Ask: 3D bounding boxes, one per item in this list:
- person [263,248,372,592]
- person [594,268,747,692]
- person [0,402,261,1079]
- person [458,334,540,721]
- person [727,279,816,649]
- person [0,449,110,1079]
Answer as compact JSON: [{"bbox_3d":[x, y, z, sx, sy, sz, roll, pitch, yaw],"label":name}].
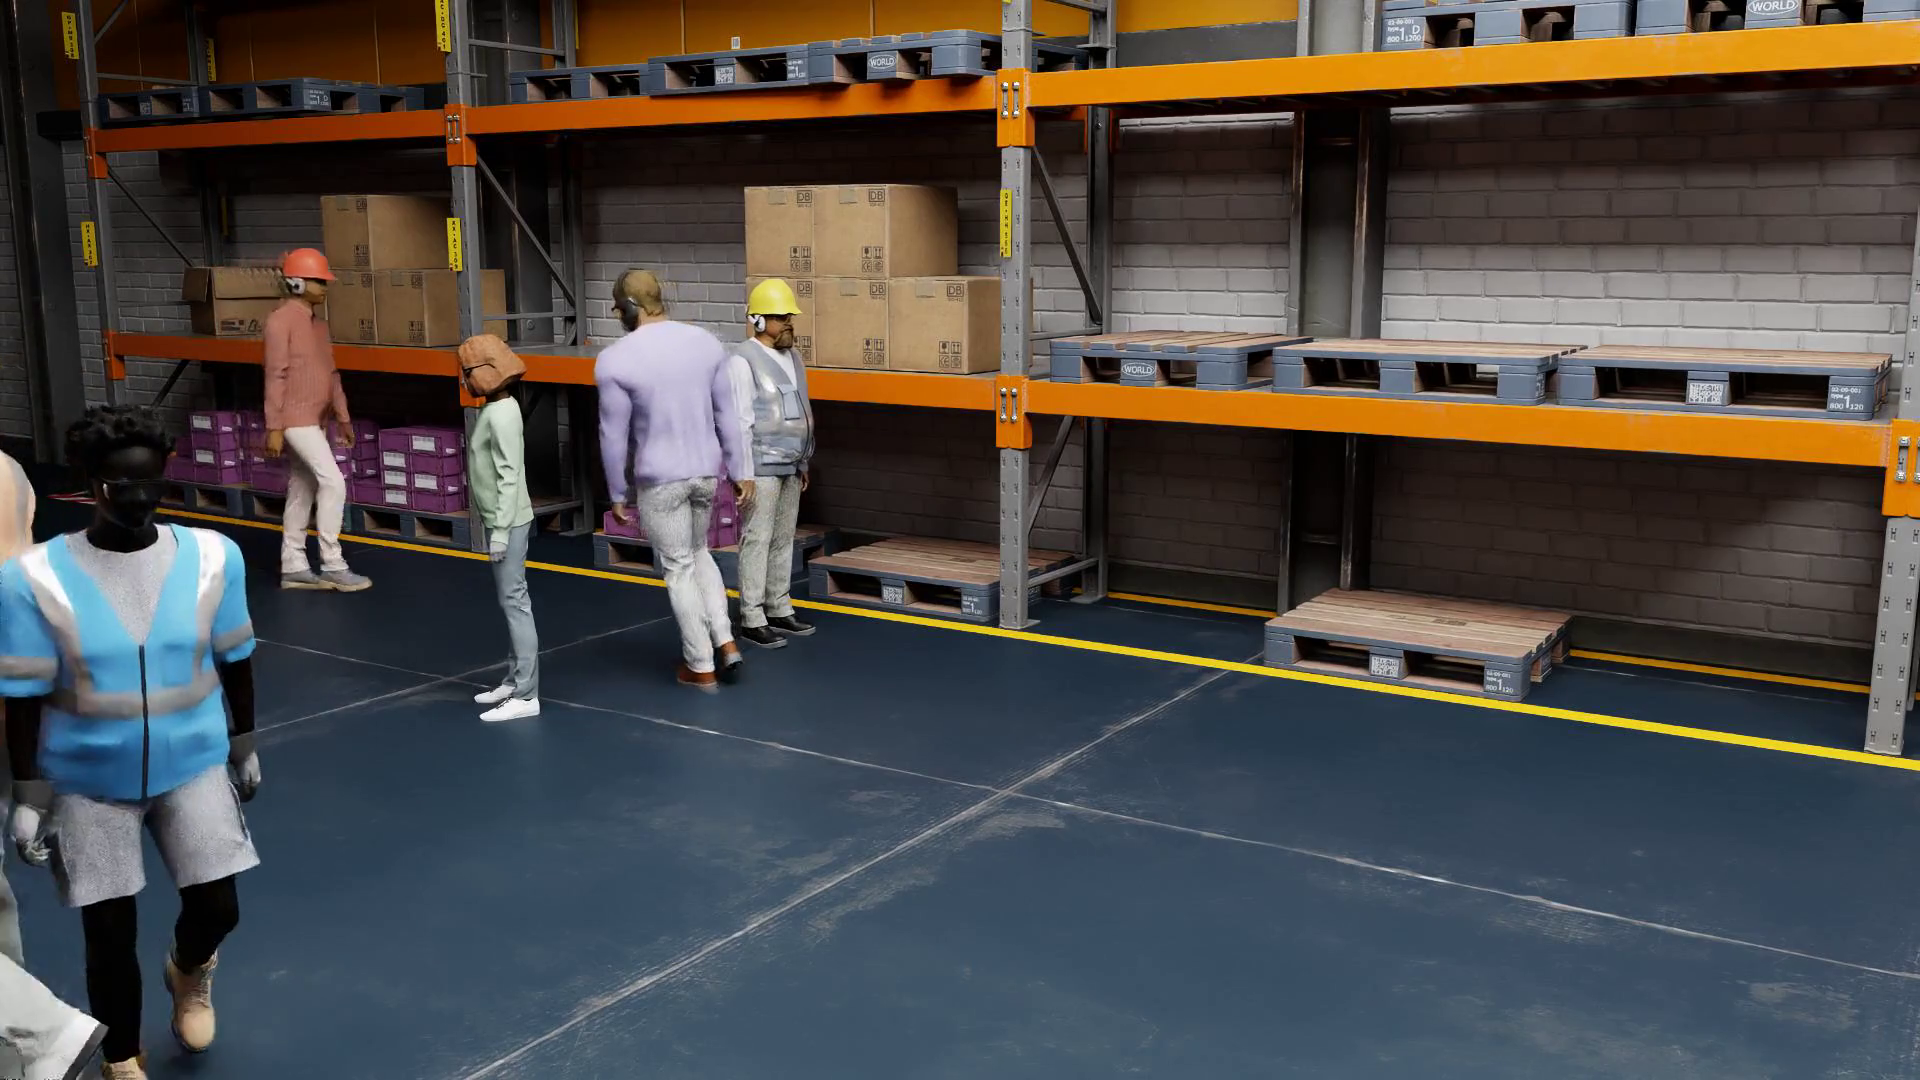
[{"bbox_3d":[-3.647,-0.676,9.554,0.737,1.967,0.660,0,10,0],"label":"person"},{"bbox_3d":[-1.293,-0.249,7.422,0.685,1.897,0.472,-9,13,-40],"label":"person"},{"bbox_3d":[-1.866,0.515,3.763,0.550,1.681,0.435,-7,13,-36],"label":"person"},{"bbox_3d":[-1.952,-0.054,7.056,0.279,1.633,0.499,-3,11,-17],"label":"person"},{"bbox_3d":[-0.932,-0.386,8.347,0.404,1.830,0.601,5,11,24],"label":"person"},{"bbox_3d":[-2.229,0.421,3.669,0.506,1.902,0.606,1,10,4],"label":"person"}]
